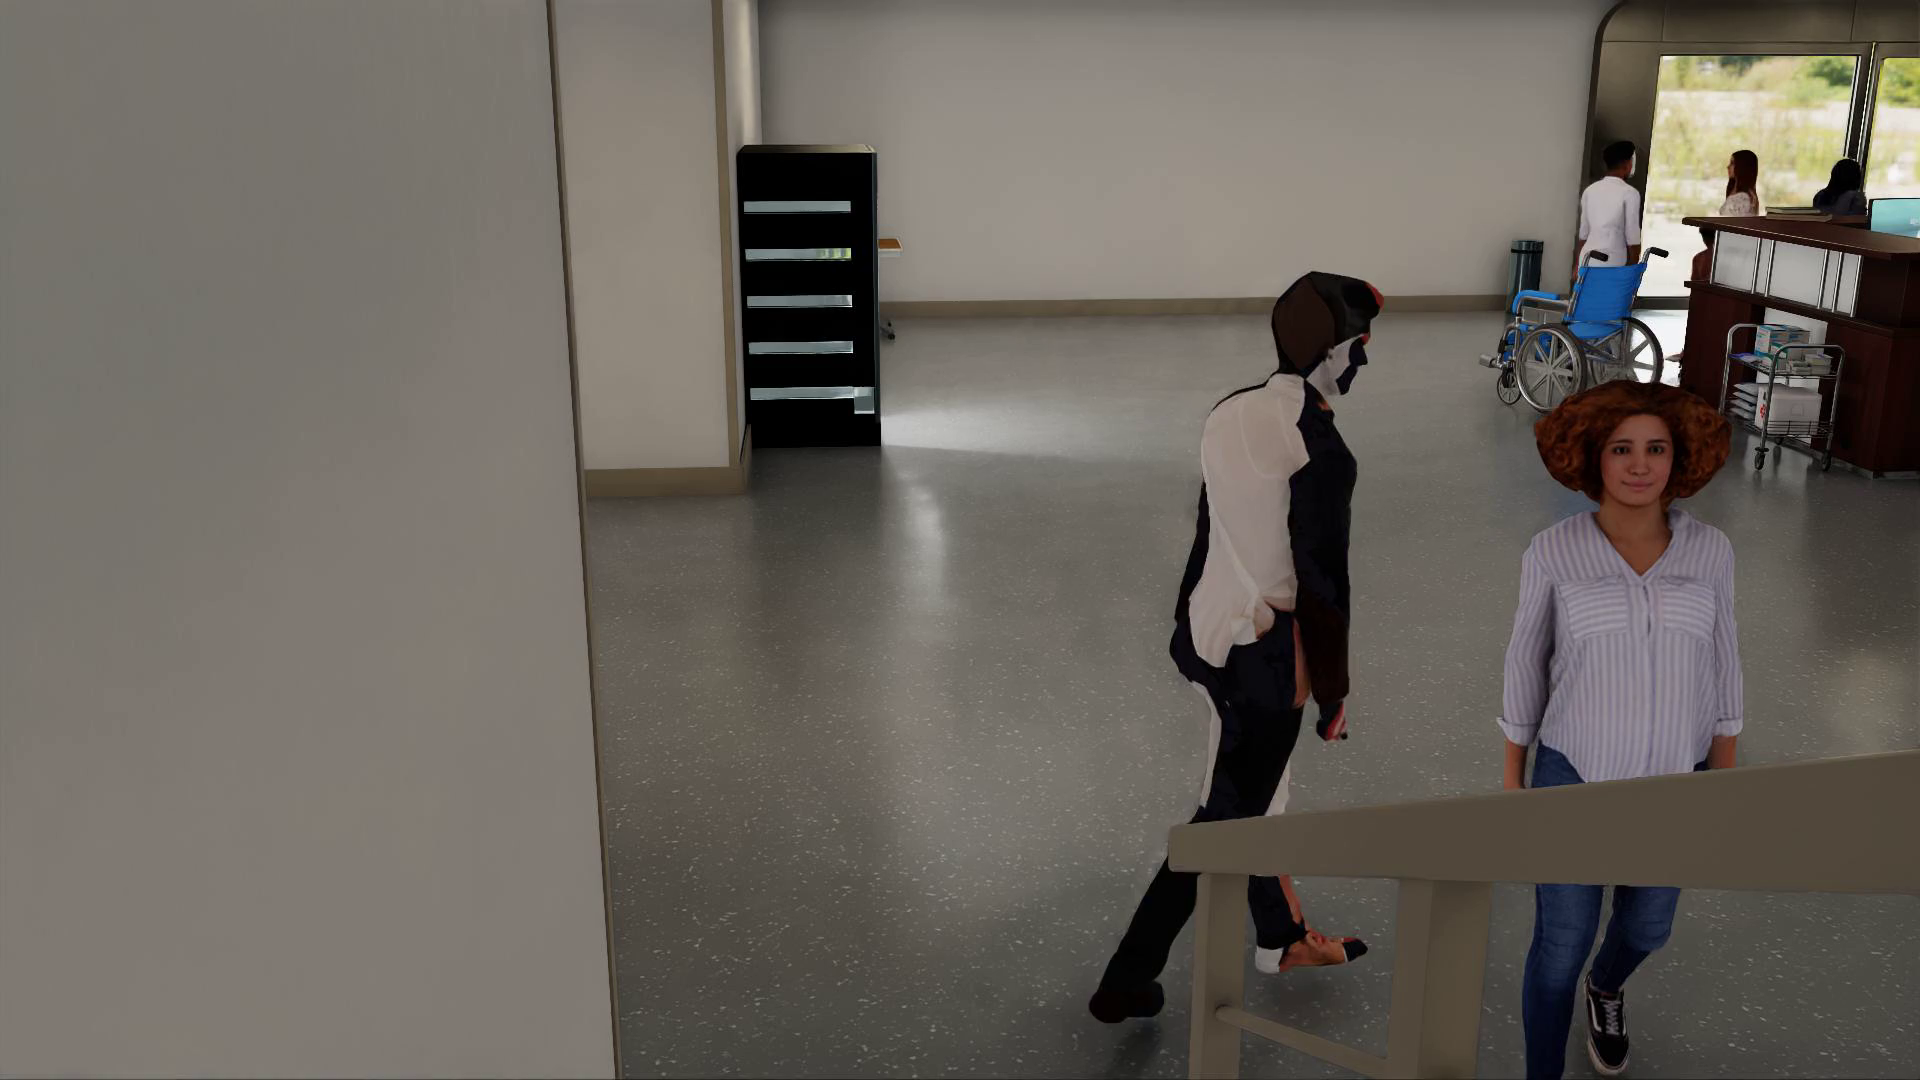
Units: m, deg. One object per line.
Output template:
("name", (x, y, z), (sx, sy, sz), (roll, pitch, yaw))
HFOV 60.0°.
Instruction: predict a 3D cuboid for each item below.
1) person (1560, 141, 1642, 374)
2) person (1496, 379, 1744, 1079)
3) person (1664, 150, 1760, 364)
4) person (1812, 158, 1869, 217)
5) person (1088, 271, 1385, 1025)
("person", (4.814, -2.075, 12.588), (1.048, 1.772, 1.195), (-9, 18, -28))
("person", (1.459, 0.477, 3.670), (0.802, 1.699, 1.061), (3, 16, 10))
("person", (6.148, -2.139, 12.967), (0.832, 1.689, 1.139), (3, 16, 10))
("person", (7.449, -2.436, 14.243), (0.934, 1.568, 0.985), (-8, 17, -25))
("person", (0.619, 0.325, 3.930), (0.997, 1.850, 1.108), (-7, 17, -25))
